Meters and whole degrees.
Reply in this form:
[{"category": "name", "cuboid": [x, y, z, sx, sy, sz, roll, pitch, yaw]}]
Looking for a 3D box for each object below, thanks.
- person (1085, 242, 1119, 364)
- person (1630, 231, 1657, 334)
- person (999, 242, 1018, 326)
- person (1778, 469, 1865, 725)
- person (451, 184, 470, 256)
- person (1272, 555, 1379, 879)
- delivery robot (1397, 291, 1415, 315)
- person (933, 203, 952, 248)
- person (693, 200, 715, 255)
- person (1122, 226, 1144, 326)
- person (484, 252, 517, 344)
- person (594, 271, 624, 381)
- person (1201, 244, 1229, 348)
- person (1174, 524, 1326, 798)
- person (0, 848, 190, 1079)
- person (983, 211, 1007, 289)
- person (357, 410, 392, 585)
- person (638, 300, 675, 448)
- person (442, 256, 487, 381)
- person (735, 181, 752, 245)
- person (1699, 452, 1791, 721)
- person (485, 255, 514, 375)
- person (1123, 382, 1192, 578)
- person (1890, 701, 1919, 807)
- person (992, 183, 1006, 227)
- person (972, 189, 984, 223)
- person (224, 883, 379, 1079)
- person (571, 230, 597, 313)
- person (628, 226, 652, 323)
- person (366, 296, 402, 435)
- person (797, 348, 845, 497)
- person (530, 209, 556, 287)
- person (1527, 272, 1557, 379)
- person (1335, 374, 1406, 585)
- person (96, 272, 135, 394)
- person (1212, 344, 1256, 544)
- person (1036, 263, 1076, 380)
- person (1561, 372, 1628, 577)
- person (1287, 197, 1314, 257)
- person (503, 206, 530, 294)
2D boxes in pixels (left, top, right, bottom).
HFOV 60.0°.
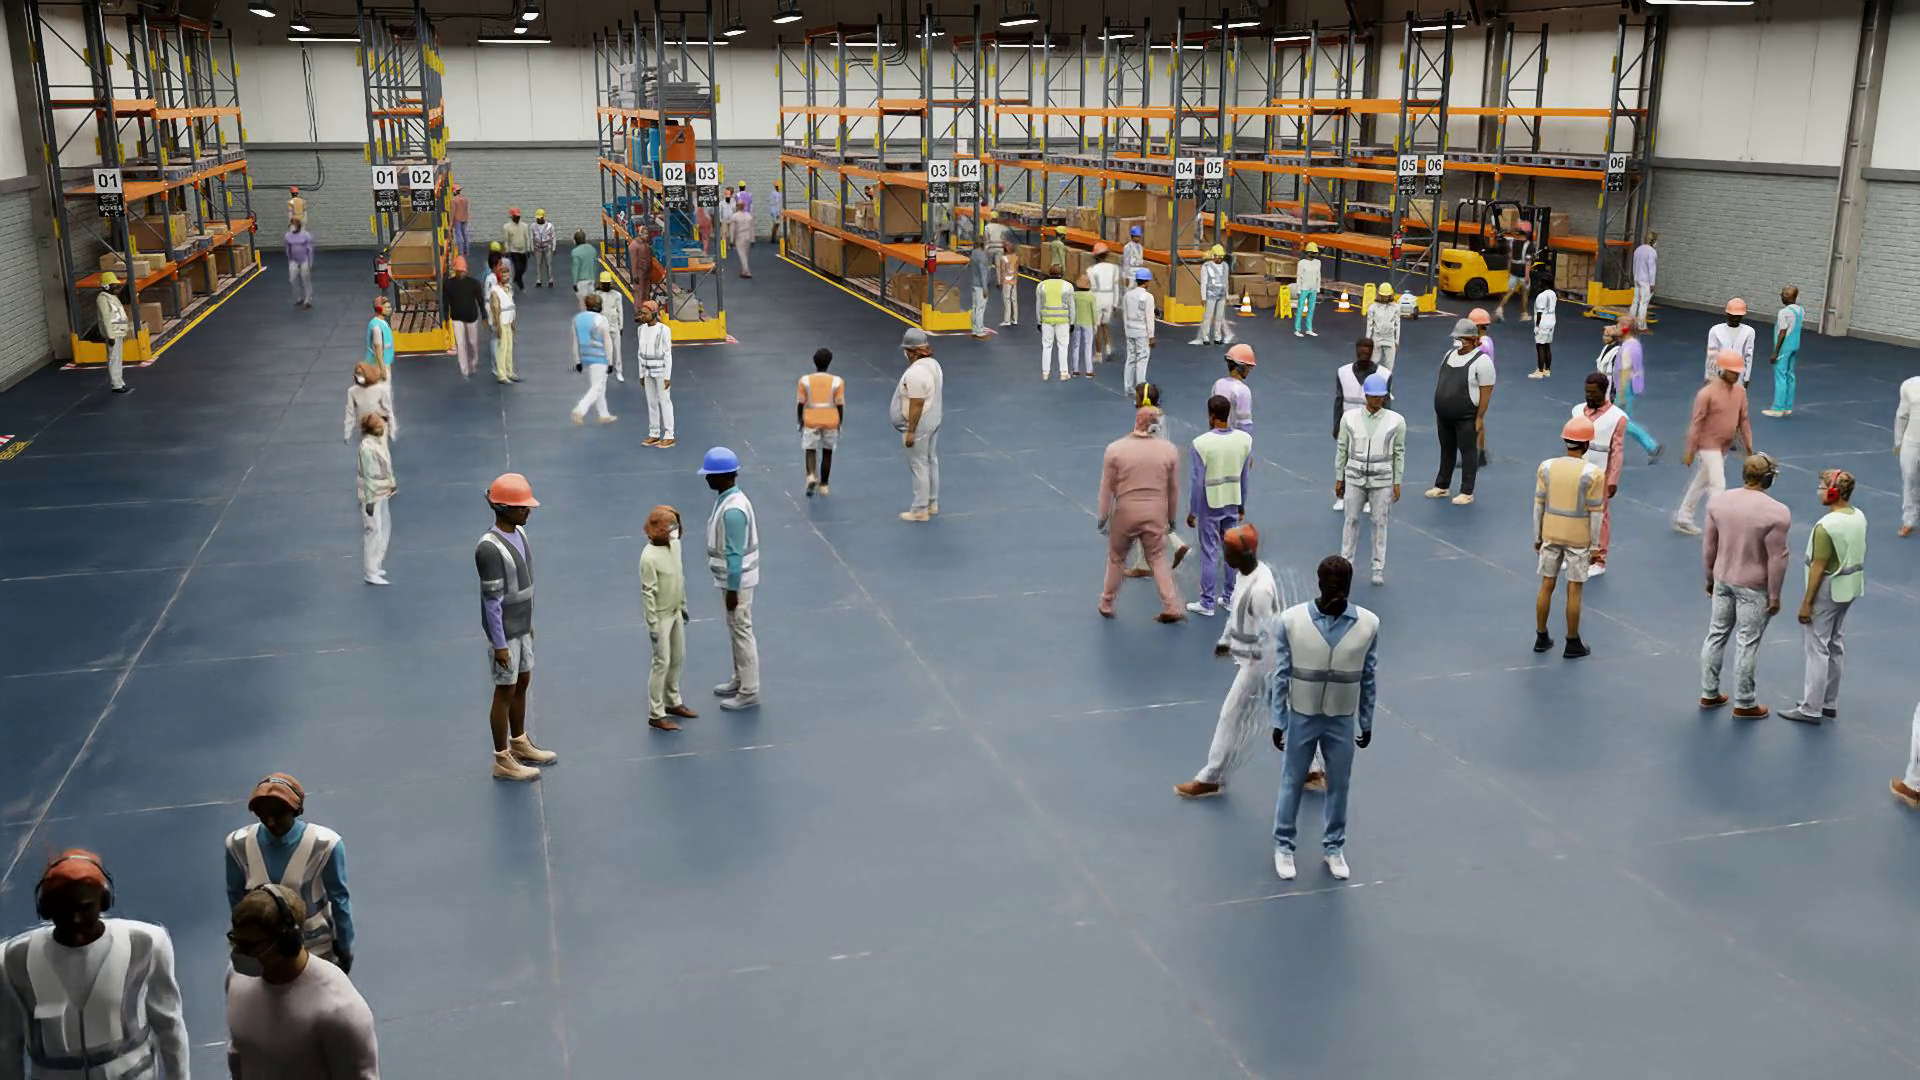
[{"category": "person", "cuboid": [2.343, -3.960, 27.852, 0.632, 2.032, 0.419, -7, 16, -24]}, {"category": "person", "cuboid": [12.945, -4.866, 31.451, 0.372, 1.936, 0.627, -3, 15, -10]}, {"category": "person", "cuboid": [0.952, -5.009, 32.556, 0.309, 1.638, 0.522, 12, 19, 39]}, {"category": "person", "cuboid": [6.171, 0.408, 11.799, 0.560, 1.836, 0.389, -11, 19, -37]}, {"category": "person", "cuboid": [-14.196, -9.071, 47.166, 0.382, 1.993, 0.609, 8, 17, 26]}, {"category": "person", "cuboid": [2.062, 0.995, 9.452, 0.594, 1.910, 0.386, 0, 15, 1]}, {"category": "delivery robot", "cuboid": [9.041, -4.805, 33.687, 0.477, 0.478, 0.707, 4, 15, 15]}, {"category": "person", "cuboid": [-0.515, -9.447, 49.176, 0.715, 1.679, 0.523, -4, 15, -14]}, {"category": "person", "cuboid": [-7.007, -8.619, 45.370, 0.689, 2.000, 1.010, 0, 15, 1]}, {"category": "person", "cuboid": [3.394, -5.157, 32.517, 0.404, 1.948, 0.605, 10, 18, 33]}, {"category": "person", "cuboid": [-8.282, -4.354, 30.002, 0.541, 1.677, 0.571, 4, 15, 14]}, {"category": "person", "cuboid": [-5.530, -3.350, 26.138, 0.493, 1.734, 0.334, -4, 15, -13]}, {"category": "person", "cuboid": [4.582, -4.370, 29.780, 0.602, 1.830, 0.404, -8, 17, -27]}, {"category": "person", "cuboid": [1.895, 0.757, 10.507, 0.969, 1.839, 0.687, 2, 15, 7]}, {"category": "person", "cuboid": [-3.042, 1.960, 5.866, 0.623, 1.875, 0.405, -6, 16, -21]}, {"category": "person", "cuboid": [0.803, -6.812, 39.072, 0.617, 1.779, 0.951, -4, 15, -15]}, {"category": "person", "cuboid": [-5.333, -0.397, 15.223, 0.354, 1.625, 0.567, -1, 15, -5]}, {"category": "person", "cuboid": [-3.887, -2.115, 21.216, 0.576, 1.879, 0.356, 11, 18, 35]}, {"category": "person", "cuboid": [-7.873, -3.549, 26.483, 0.665, 1.961, 0.913, -4, 15, -13]}, {"category": "person", "cuboid": [-6.594, -9.947, 50.585, 0.595, 1.923, 0.374, -10, 18, -34]}, {"category": "person", "cuboid": [5.606, 0.323, 11.918, 0.379, 1.940, 0.629, -8, 17, -28]}, {"category": "person", "cuboid": [-7.467, -3.622, 26.799, 0.392, 1.920, 0.587, -6, 16, -20]}, {"category": "person", "cuboid": [1.803, -0.533, 15.319, 0.577, 1.851, 0.516, 4, 15, 16]}, {"category": "person", "cuboid": [6.168, 0.819, 10.244, 0.593, 1.832, 0.805, -3, 15, -11]}, {"category": "person", "cuboid": [1.137, -9.678, 49.608, 0.418, 1.917, 0.553, -5, 16, -17]}, {"category": "person", "cuboid": [0.594, -10.077, 51.639, 0.506, 1.631, 0.277, 10, 18, 34]}, {"category": "person", "cuboid": [-2.169, 2.022, 5.525, 0.630, 1.938, 0.369, 9, 17, 30]}, {"category": "person", "cuboid": [-7.154, -4.931, 31.701, 0.385, 1.930, 0.632, 8, 17, 29]}, {"category": "person", "cuboid": [-6.320, -5.291, 33.138, 0.401, 1.893, 0.654, 5, 16, 17]}, {"category": "person", "cuboid": [-7.653, -2.304, 22.007, 0.392, 1.836, 0.561, -3, 15, -13]}, {"category": "person", "cuboid": [-1.542, -1.280, 18.445, 0.529, 1.676, 0.487, 0, 15, 1]}, {"category": "person", "cuboid": [-9.823, -6.865, 39.176, 0.599, 1.827, 0.403, -1, 15, -4]}, {"category": "person", "cuboid": [9.273, -3.402, 26.415, 0.321, 1.689, 0.530, 12, 19, 37]}, {"category": "person", "cuboid": [3.731, -0.552, 15.190, 0.616, 1.946, 0.392, 5, 16, 20]}, {"category": "person", "cuboid": [-12.742, -3.120, 25.072, 0.403, 1.835, 0.588, -4, 15, -14]}, {"category": "person", "cuboid": [2.712, -0.917, 16.398, 0.383, 2.036, 0.605, -6, 16, -22]}, {"category": "person", "cuboid": [1.516, -3.445, 26.284, 0.633, 1.843, 0.429, 4, 15, 13]}, {"category": "person", "cuboid": [5.925, -0.624, 15.544, 0.403, 1.910, 0.598, -8, 17, -28]}, {"category": "person", "cuboid": [8.839, -7.982, 43.256, 0.692, 1.892, 0.419, 1, 15, 4]}, {"category": "person", "cuboid": [-10.163, -6.657, 38.133, 0.631, 1.970, 0.853, -13, 19, -39]}]
